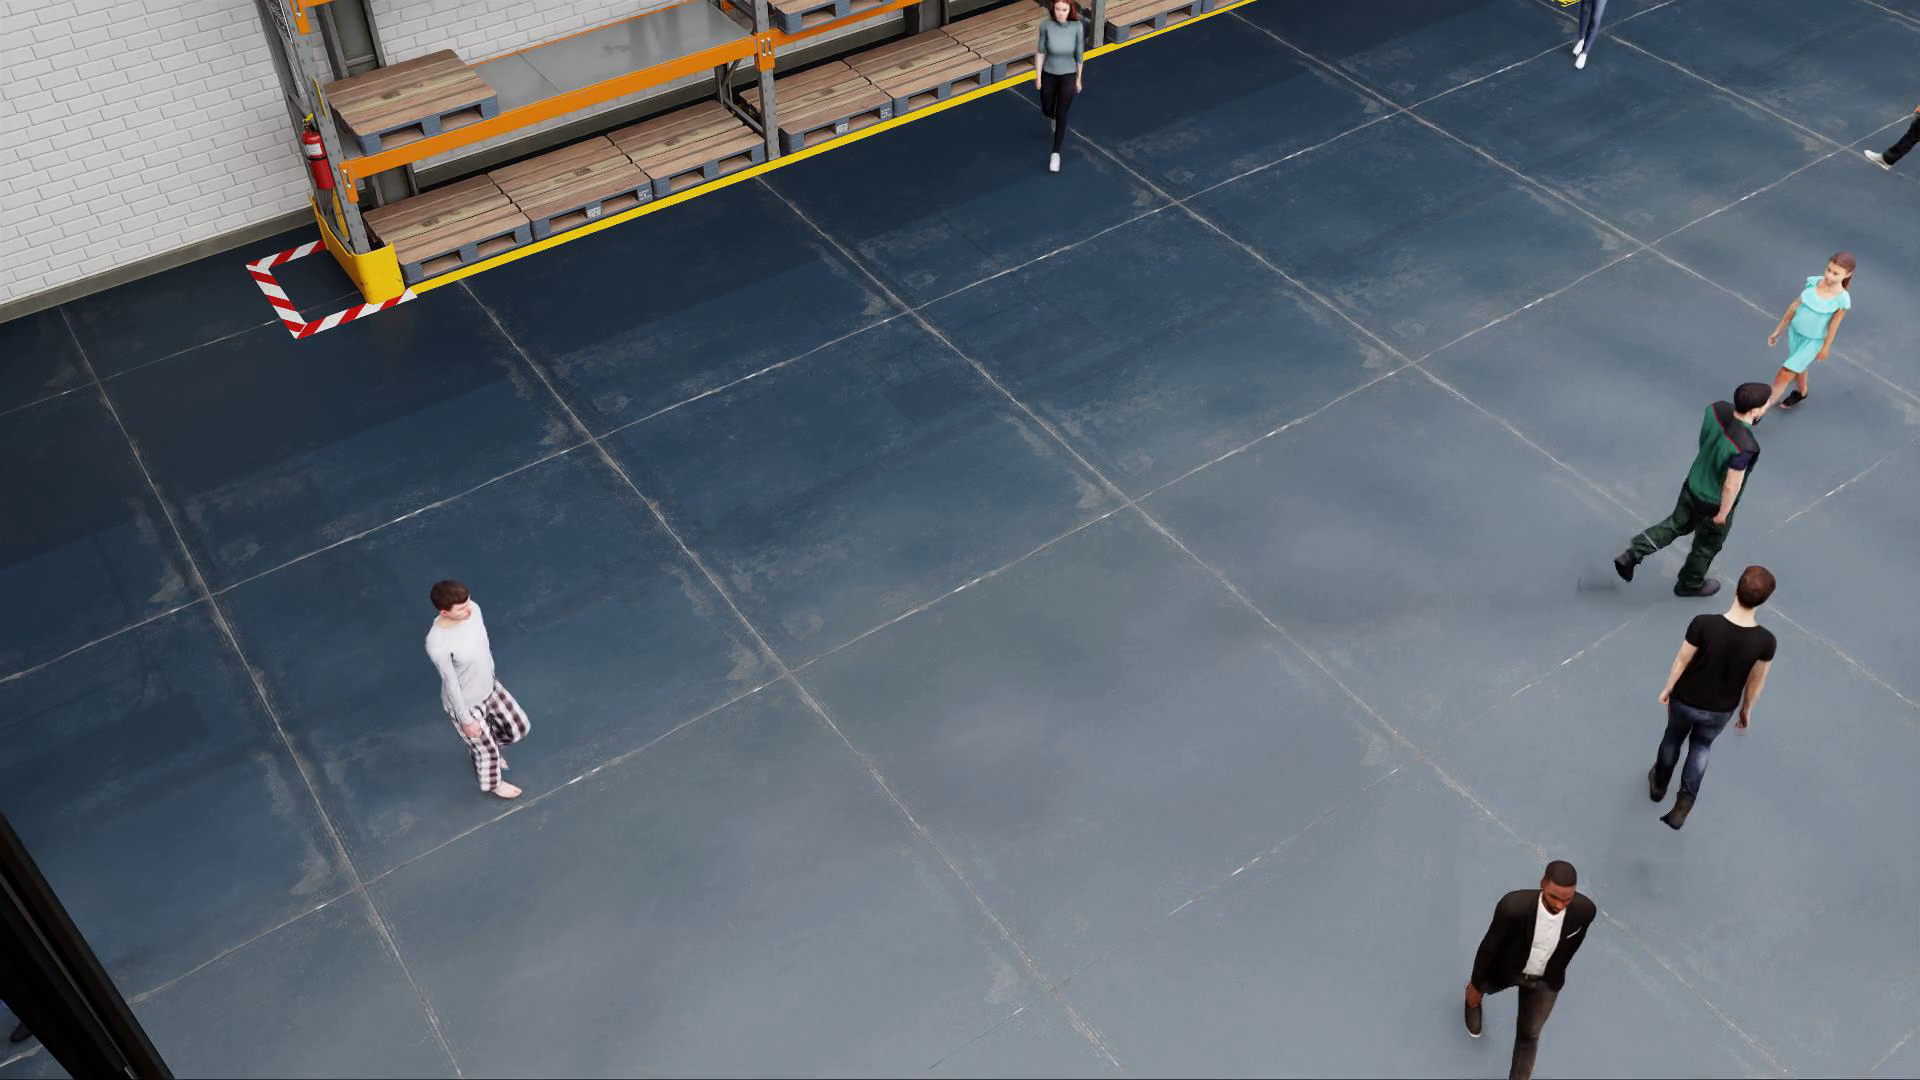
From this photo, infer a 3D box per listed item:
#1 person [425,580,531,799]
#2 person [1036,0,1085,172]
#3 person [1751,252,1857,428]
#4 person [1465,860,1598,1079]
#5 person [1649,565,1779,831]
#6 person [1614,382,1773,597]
[{"bbox_3d":[-3.004,0.896,9.971,0.859,1.835,0.798,14,45,14],"label":"person"},{"bbox_3d":[0.930,-4.336,15.537,0.945,1.732,0.991,4,44,4],"label":"person"},{"bbox_3d":[6.549,-1.563,12.782,1.094,1.518,0.700,-16,46,-16],"label":"person"},{"bbox_3d":[2.906,2.166,8.697,1.212,1.753,1.215,2,44,3],"label":"person"},{"bbox_3d":[4.373,1.023,9.820,0.975,1.859,1.098,15,46,15],"label":"person"},{"bbox_3d":[4.984,-0.322,11.213,1.151,1.885,0.961,-6,44,-6],"label":"person"}]
